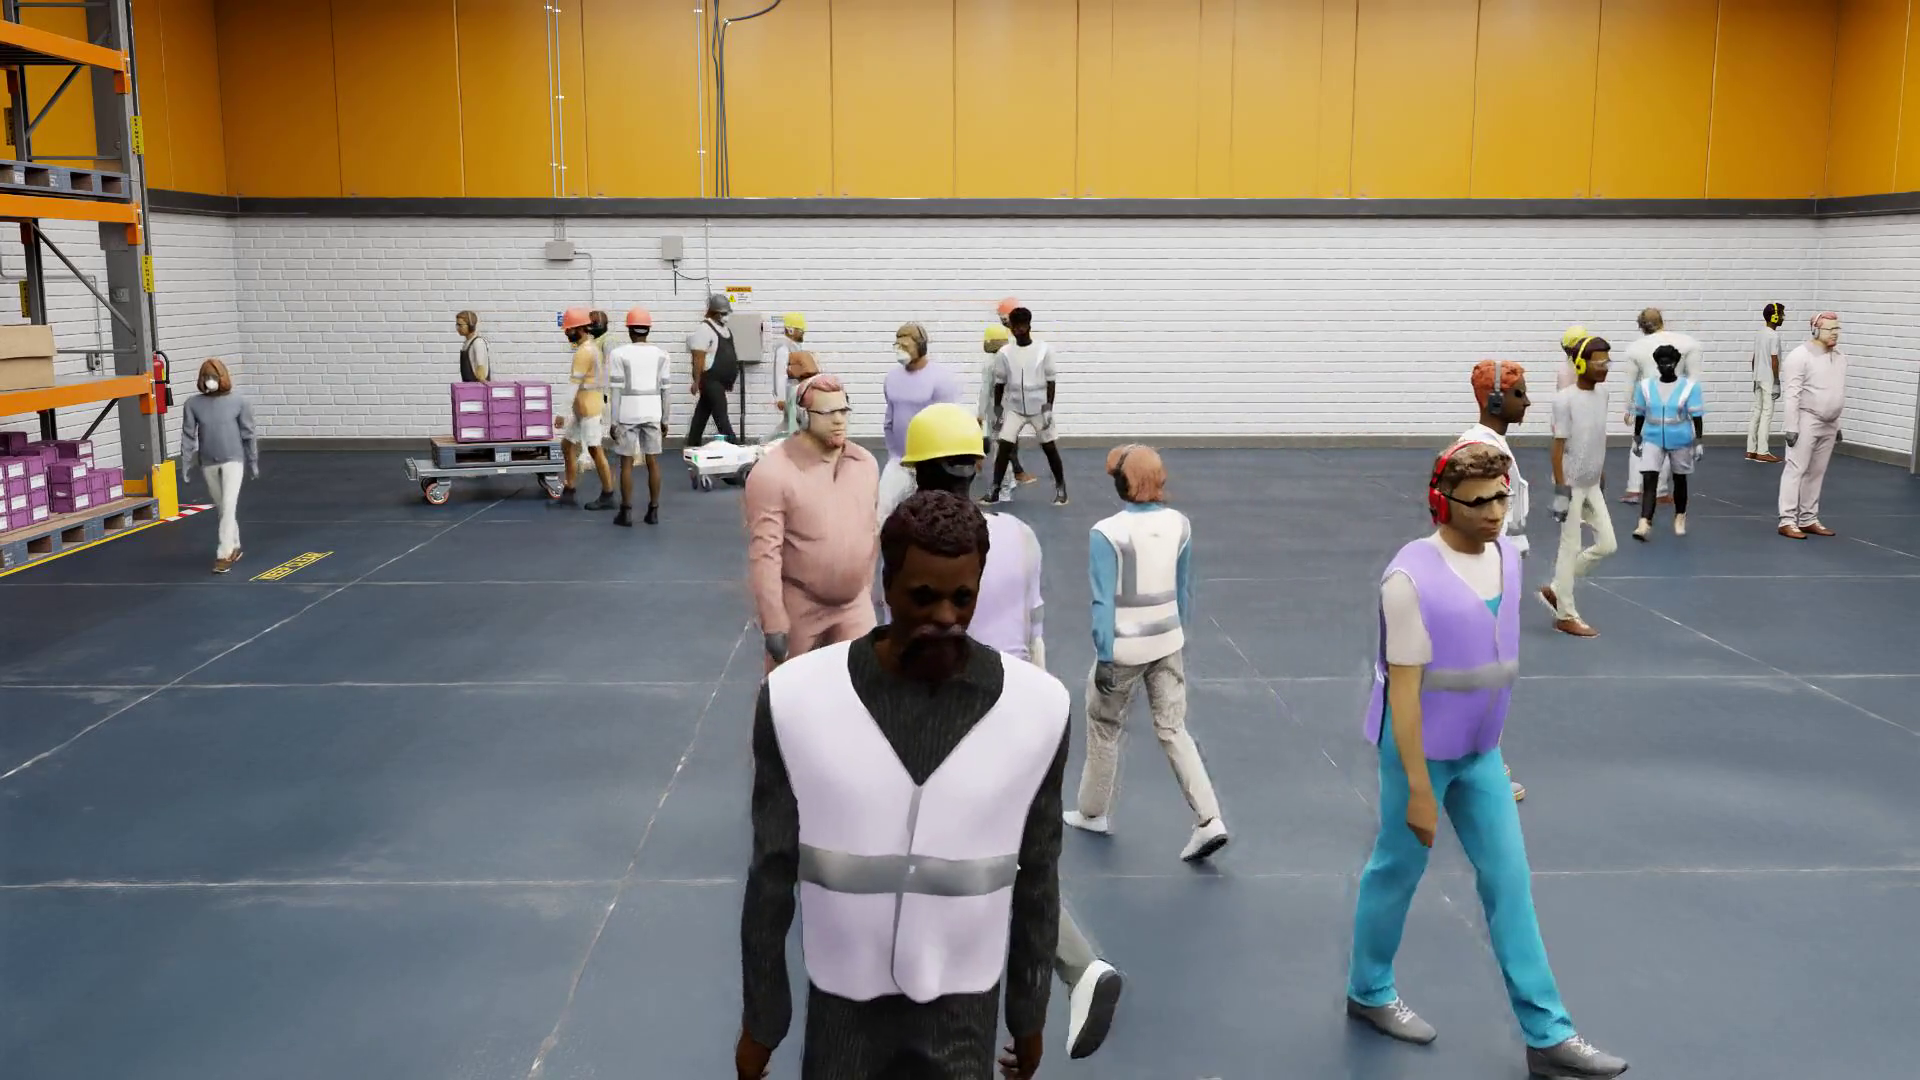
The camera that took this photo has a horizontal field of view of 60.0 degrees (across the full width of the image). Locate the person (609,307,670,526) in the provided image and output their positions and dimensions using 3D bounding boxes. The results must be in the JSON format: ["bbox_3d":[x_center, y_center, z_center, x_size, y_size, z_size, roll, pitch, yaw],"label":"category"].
[{"bbox_3d":[-2.843,-1.087,14.714,0.563,1.934,0.380,-5,11,-29],"label":"person"}]

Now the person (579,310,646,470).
[{"bbox_3d":[-3.978,-1.682,18.746,0.862,1.813,0.625,-7,12,-36],"label":"person"}]

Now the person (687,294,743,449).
[{"bbox_3d":[-2.893,-1.985,19.883,1.041,2.000,0.749,3,10,16],"label":"person"}]

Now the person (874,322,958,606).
[{"bbox_3d":[-0.324,-0.473,11.005,0.630,1.921,0.594,7,12,37],"label":"person"}]

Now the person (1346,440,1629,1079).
[{"bbox_3d":[1.429,0.626,4.604,0.593,1.795,0.927,-7,12,-38],"label":"person"}]

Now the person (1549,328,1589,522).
[{"bbox_3d":[5.515,-1.015,14.922,0.438,1.739,0.536,5,11,30],"label":"person"}]

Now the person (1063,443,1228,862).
[{"bbox_3d":[0.732,0.426,6.436,0.527,1.605,0.810,-6,11,-34],"label":"person"}]

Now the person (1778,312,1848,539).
[{"bbox_3d":[7.227,-0.964,14.035,0.643,1.908,0.399,-4,10,-25],"label":"person"}]

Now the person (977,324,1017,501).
[{"bbox_3d":[0.370,-1.238,16.254,0.402,1.721,0.501,8,12,40],"label":"person"}]

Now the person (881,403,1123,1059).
[{"bbox_3d":[0.076,0.561,4.754,0.599,1.894,0.807,-9,13,-42],"label":"person"}]

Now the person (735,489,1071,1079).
[{"bbox_3d":[-0.109,0.822,3.131,0.627,1.892,0.651,-1,9,-6],"label":"person"}]

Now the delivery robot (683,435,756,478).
[{"bbox_3d":[-2.477,-0.842,17.133,0.707,0.478,0.477,-5,11,-31],"label":"delivery robot"}]

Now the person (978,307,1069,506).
[{"bbox_3d":[0.595,-1.267,15.921,0.796,1.913,0.561,3,10,20],"label":"person"}]

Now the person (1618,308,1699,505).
[{"bbox_3d":[6.677,-1.257,15.905,0.674,1.897,0.403,5,10,27],"label":"person"}]

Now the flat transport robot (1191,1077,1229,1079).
[{"bbox_3d":[0.582,1.570,3.497,0.652,0.197,1.431,4,10,24],"label":"flat transport robot"}]

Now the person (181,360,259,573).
[{"bbox_3d":[-5.620,-0.578,12.628,0.517,1.587,0.850,-1,9,-5],"label":"person"}]

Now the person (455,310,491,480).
[{"bbox_3d":[-5.230,-1.546,17.834,0.413,1.829,0.534,-6,11,-31],"label":"person"}]

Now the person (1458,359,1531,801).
[{"bbox_3d":[2.270,0.167,7.172,0.355,1.883,0.575,1,9,9],"label":"person"}]

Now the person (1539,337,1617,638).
[{"bbox_3d":[3.838,-0.321,10.241,0.556,1.856,0.401,-6,11,-34],"label":"person"}]

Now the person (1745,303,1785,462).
[{"bbox_3d":[9.517,-1.849,19.585,0.319,1.866,0.532,0,9,-2],"label":"person"}]

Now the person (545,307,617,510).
[{"bbox_3d":[-3.603,-1.206,15.521,0.811,1.897,0.540,-2,9,-12],"label":"person"}]

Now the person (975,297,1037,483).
[{"bbox_3d":[0.447,-1.593,17.684,0.767,1.977,0.624,4,10,25],"label":"person"}]

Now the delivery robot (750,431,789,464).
[{"bbox_3d":[-1.833,-0.901,17.491,0.707,0.478,0.477,-5,11,-30],"label":"delivery robot"}]

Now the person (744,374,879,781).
[{"bbox_3d":[-0.552,0.265,6.686,0.665,1.850,1.001,-7,12,-37],"label":"person"}]

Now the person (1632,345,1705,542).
[{"bbox_3d":[5.917,-0.812,13.900,0.582,1.636,0.904,6,11,34],"label":"person"}]

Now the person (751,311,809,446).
[{"bbox_3d":[-1.964,-1.666,18.656,0.758,1.802,0.606,1,9,6],"label":"person"}]

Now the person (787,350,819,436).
[{"bbox_3d":[-1.247,-0.789,13.892,0.795,1.605,0.507,2,10,14],"label":"person"}]
